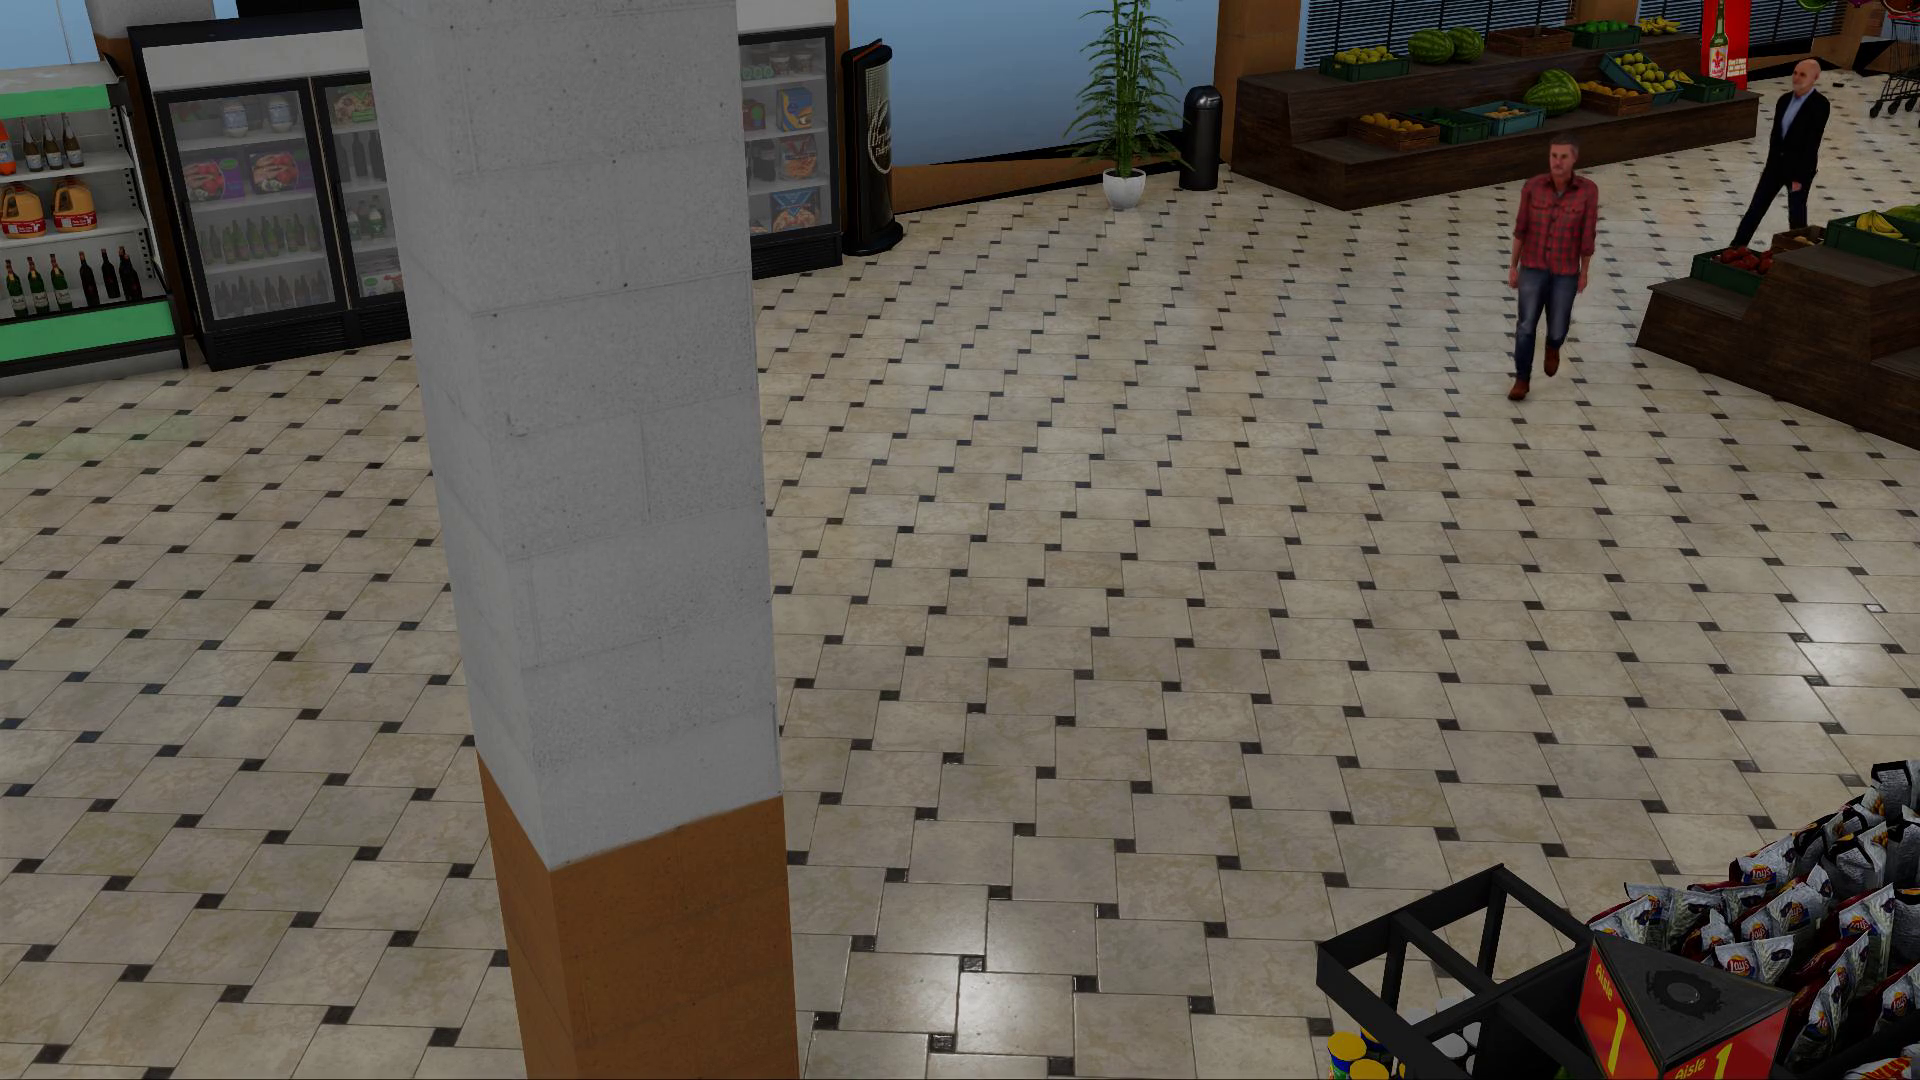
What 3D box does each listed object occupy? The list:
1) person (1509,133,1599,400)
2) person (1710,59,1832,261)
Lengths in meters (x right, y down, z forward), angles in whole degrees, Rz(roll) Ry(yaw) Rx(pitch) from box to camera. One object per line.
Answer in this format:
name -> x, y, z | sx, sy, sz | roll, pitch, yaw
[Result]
person -> 4.036, -1.871, 11.352 | 0.939, 1.815, 1.025 | 13, 30, 24
person -> 6.897, -3.029, 13.707 | 1.193, 1.748, 0.726 | -13, 30, -24
